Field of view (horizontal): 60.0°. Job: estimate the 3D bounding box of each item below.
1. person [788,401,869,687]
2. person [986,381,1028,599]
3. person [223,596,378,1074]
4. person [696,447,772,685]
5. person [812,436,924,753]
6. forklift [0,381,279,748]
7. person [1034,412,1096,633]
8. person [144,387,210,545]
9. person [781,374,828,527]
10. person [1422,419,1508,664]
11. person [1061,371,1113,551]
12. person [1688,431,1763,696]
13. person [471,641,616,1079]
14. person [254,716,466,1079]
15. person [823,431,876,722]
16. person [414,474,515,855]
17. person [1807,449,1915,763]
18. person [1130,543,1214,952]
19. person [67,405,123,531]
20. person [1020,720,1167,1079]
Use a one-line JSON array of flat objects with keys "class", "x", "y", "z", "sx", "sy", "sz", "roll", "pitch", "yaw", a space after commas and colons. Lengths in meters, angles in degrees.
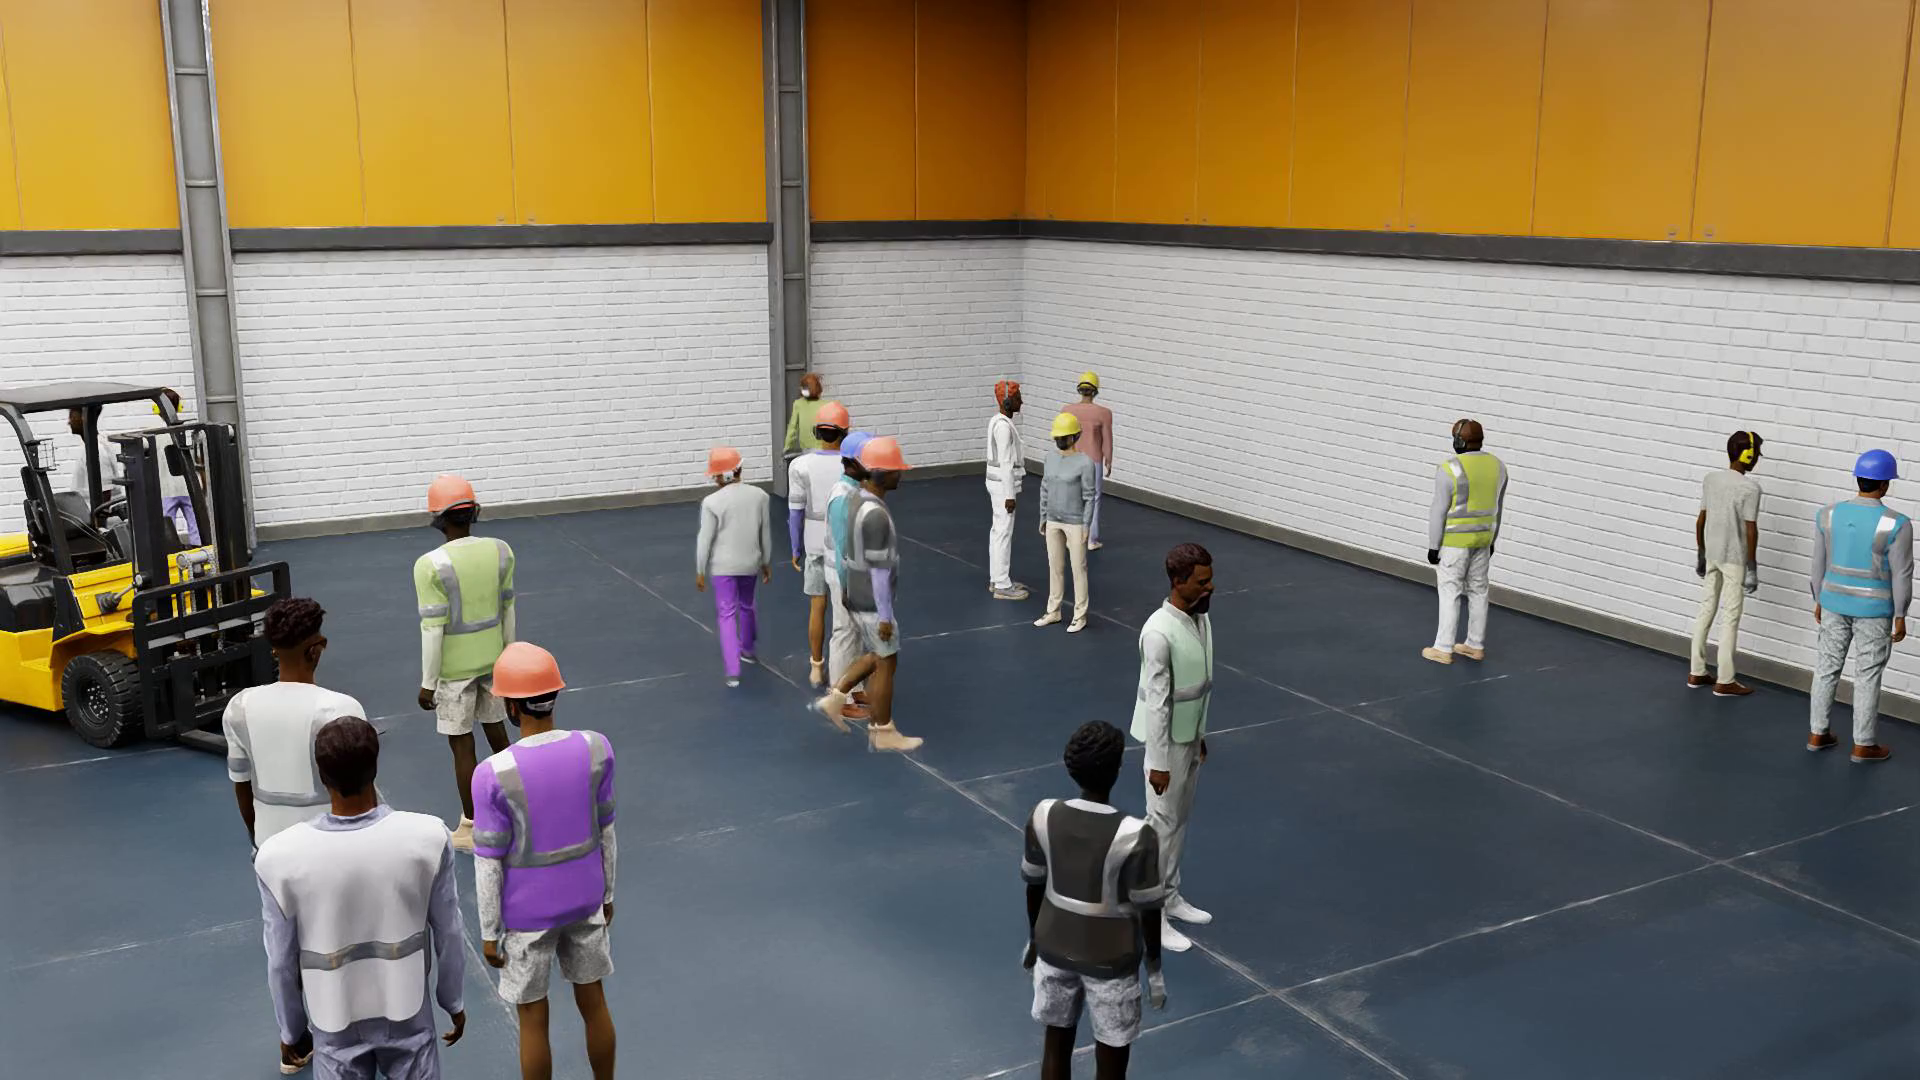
[{"class": "person", "x": -0.896, "y": 0.037, "z": 11.781, "sx": 0.615, "sy": 2.042, "sz": 0.374, "roll": 0, "pitch": 12, "yaw": 2}, {"class": "person", "x": 0.402, "y": -0.434, "z": 14.371, "sx": 0.356, "sy": 1.882, "sz": 0.574, "roll": -1, "pitch": 12, "yaw": -5}, {"class": "person", "x": -2.563, "y": 1.182, "z": 6.595, "sx": 0.606, "sy": 1.967, "sz": 0.367, "roll": 2, "pitch": 12, "yaw": 10}, {"class": "person", "x": -1.677, "y": 0.153, "z": 12.069, "sx": 0.607, "sy": 1.692, "sz": 0.683, "roll": -11, "pitch": 16, "yaw": -41}, {"class": "person", "x": -0.562, "y": 0.355, "z": 10.338, "sx": 0.574, "sy": 2.026, "sz": 0.629, "roll": -2, "pitch": 12, "yaw": -11}, {"class": "forklift", "x": -5.853, "y": 0.085, "z": 11.199, "sx": 2.313, "sy": 2.155, "sz": 1.214, "roll": 7, "pitch": 14, "yaw": 28}, {"class": "person", "x": 0.841, "y": -0.143, "z": 13.281, "sx": 0.522, "sy": 1.768, "sz": 0.314, "roll": 10, "pitch": 16, "yaw": 40}, {"class": "person", "x": -6.627, "y": -0.366, "z": 14.111, "sx": 0.511, "sy": 1.859, "sz": 0.311, "roll": -7, "pitch": 14, "yaw": -29}, {"class": "person", "x": -1.601, "y": -0.933, "z": 17.401, "sx": 0.514, "sy": 1.589, "sz": 0.844, "roll": 9, "pitch": 15, "yaw": 37}, {"class": "person", "x": 3.751, "y": 0.010, "z": 12.410, "sx": 0.626, "sy": 1.836, "sz": 0.430, "roll": -5, "pitch": 13, "yaw": -23}, {"class": "person", "x": 1.234, "y": -0.768, "z": 16.244, "sx": 0.533, "sy": 1.754, "sz": 0.342, "roll": 3, "pitch": 12, "yaw": 15}, {"class": "person", "x": 5.379, "y": 0.157, "z": 11.647, "sx": 0.331, "sy": 1.863, "sz": 0.516, "roll": -5, "pitch": 13, "yaw": -21}, {"class": "person", "x": -1.514, "y": 1.313, "z": 6.076, "sx": 0.546, "sy": 1.930, "sz": 0.390, "roll": -10, "pitch": 15, "yaw": -38}, {"class": "person", "x": -1.871, "y": 1.486, "z": 5.279, "sx": 0.593, "sy": 1.922, "sz": 0.392, "roll": -5, "pitch": 13, "yaw": -20}, {"class": "person", "x": -0.704, "y": 0.237, "z": 11.098, "sx": 0.415, "sy": 1.939, "sz": 0.605, "roll": 2, "pitch": 12, "yaw": 8}, {"class": "person", "x": -2.645, "y": 0.657, "z": 8.879, "sx": 0.393, "sy": 2.039, "sz": 0.613, "roll": 8, "pitch": 14, "yaw": 33}, {"class": "person", "x": 5.559, "y": 0.404, "z": 10.284, "sx": 0.384, "sy": 1.948, "sz": 0.605, "roll": -8, "pitch": 15, "yaw": -34}, {"class": "person", "x": 1.000, "y": 0.944, "z": 7.825, "sx": 0.371, "sy": 1.916, "sz": 0.597, "roll": 6, "pitch": 13, "yaw": 26}, {"class": "person", "x": -6.683, "y": -0.164, "z": 12.903, "sx": 0.361, "sy": 1.965, "sz": 0.613, "roll": -6, "pitch": 14, "yaw": -28}, {"class": "person", "x": 0.463, "y": 1.467, "z": 5.895, "sx": 0.551, "sy": 1.696, "sz": 0.322, "roll": 8, "pitch": 15, "yaw": 34}]
